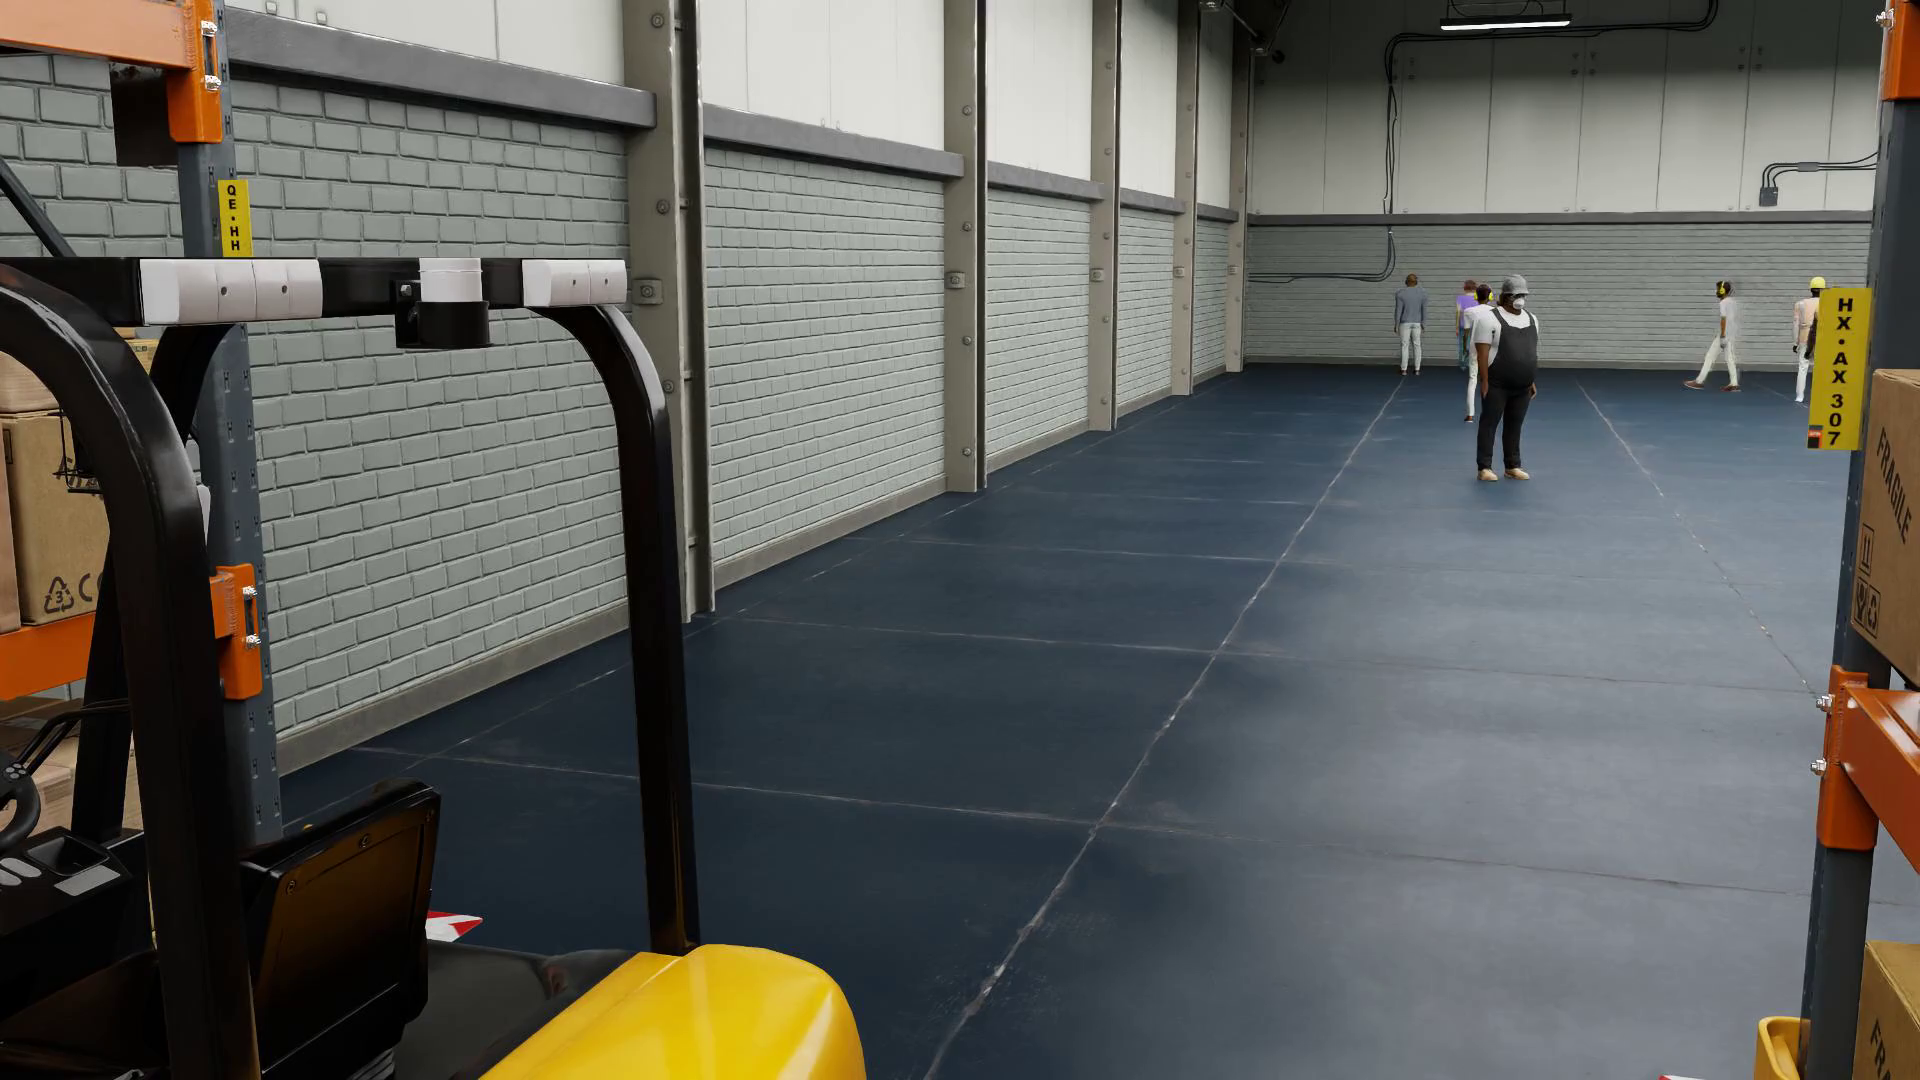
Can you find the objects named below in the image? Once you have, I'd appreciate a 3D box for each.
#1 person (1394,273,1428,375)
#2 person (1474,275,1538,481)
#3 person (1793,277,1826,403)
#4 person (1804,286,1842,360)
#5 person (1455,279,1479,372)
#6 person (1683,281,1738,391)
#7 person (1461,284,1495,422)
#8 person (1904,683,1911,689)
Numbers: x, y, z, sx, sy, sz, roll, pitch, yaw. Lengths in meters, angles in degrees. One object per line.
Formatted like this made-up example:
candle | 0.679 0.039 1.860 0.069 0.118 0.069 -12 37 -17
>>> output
person | 8.610 -4.124 31.803 0.632 1.938 0.359 -1 10 -4
person | 5.449 -1.597 16.448 0.674 2.000 0.537 -3 10 -17
person | 13.068 -3.055 25.462 0.587 1.930 0.360 6 11 31
person | 12.433 -2.706 23.717 0.470 1.823 0.666 -5 11 -29
person | 9.921 -4.161 32.367 0.577 1.826 0.772 1 10 5
person | 12.697 -3.420 27.942 0.932 1.830 0.518 9 13 42
person | 7.029 -2.511 22.427 0.514 1.864 0.325 3 10 17
person | 5.055 -0.142 8.184 0.410 1.909 0.643 -4 10 -20
